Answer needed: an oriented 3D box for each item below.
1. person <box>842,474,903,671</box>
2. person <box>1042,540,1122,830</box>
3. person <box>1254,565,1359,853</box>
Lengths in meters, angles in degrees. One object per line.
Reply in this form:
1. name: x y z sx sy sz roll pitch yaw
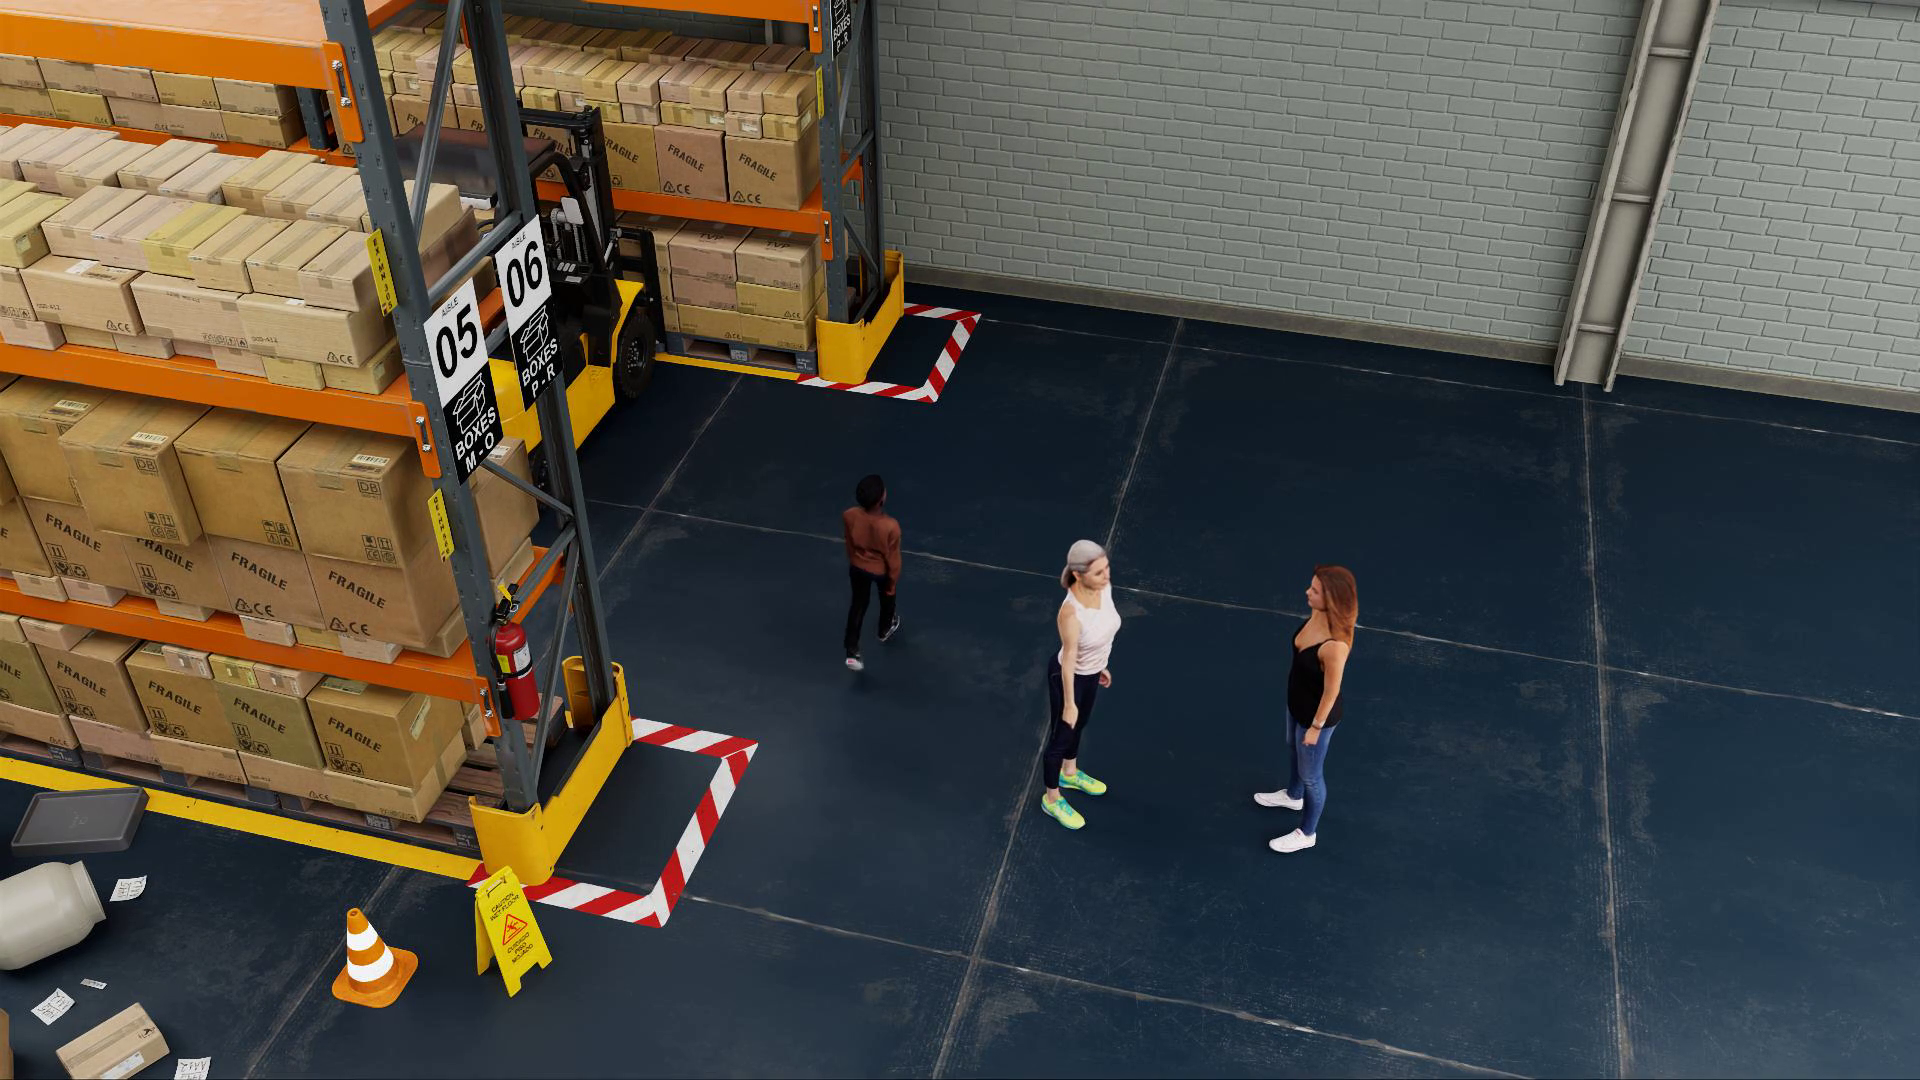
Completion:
1. person: -0.528 0.188 9.413 0.803 1.238 0.591 11 39 14
2. person: 0.583 0.691 8.368 0.618 1.702 0.652 20 41 24
3. person: 1.742 0.812 8.193 0.631 1.723 0.651 -2 37 -3
